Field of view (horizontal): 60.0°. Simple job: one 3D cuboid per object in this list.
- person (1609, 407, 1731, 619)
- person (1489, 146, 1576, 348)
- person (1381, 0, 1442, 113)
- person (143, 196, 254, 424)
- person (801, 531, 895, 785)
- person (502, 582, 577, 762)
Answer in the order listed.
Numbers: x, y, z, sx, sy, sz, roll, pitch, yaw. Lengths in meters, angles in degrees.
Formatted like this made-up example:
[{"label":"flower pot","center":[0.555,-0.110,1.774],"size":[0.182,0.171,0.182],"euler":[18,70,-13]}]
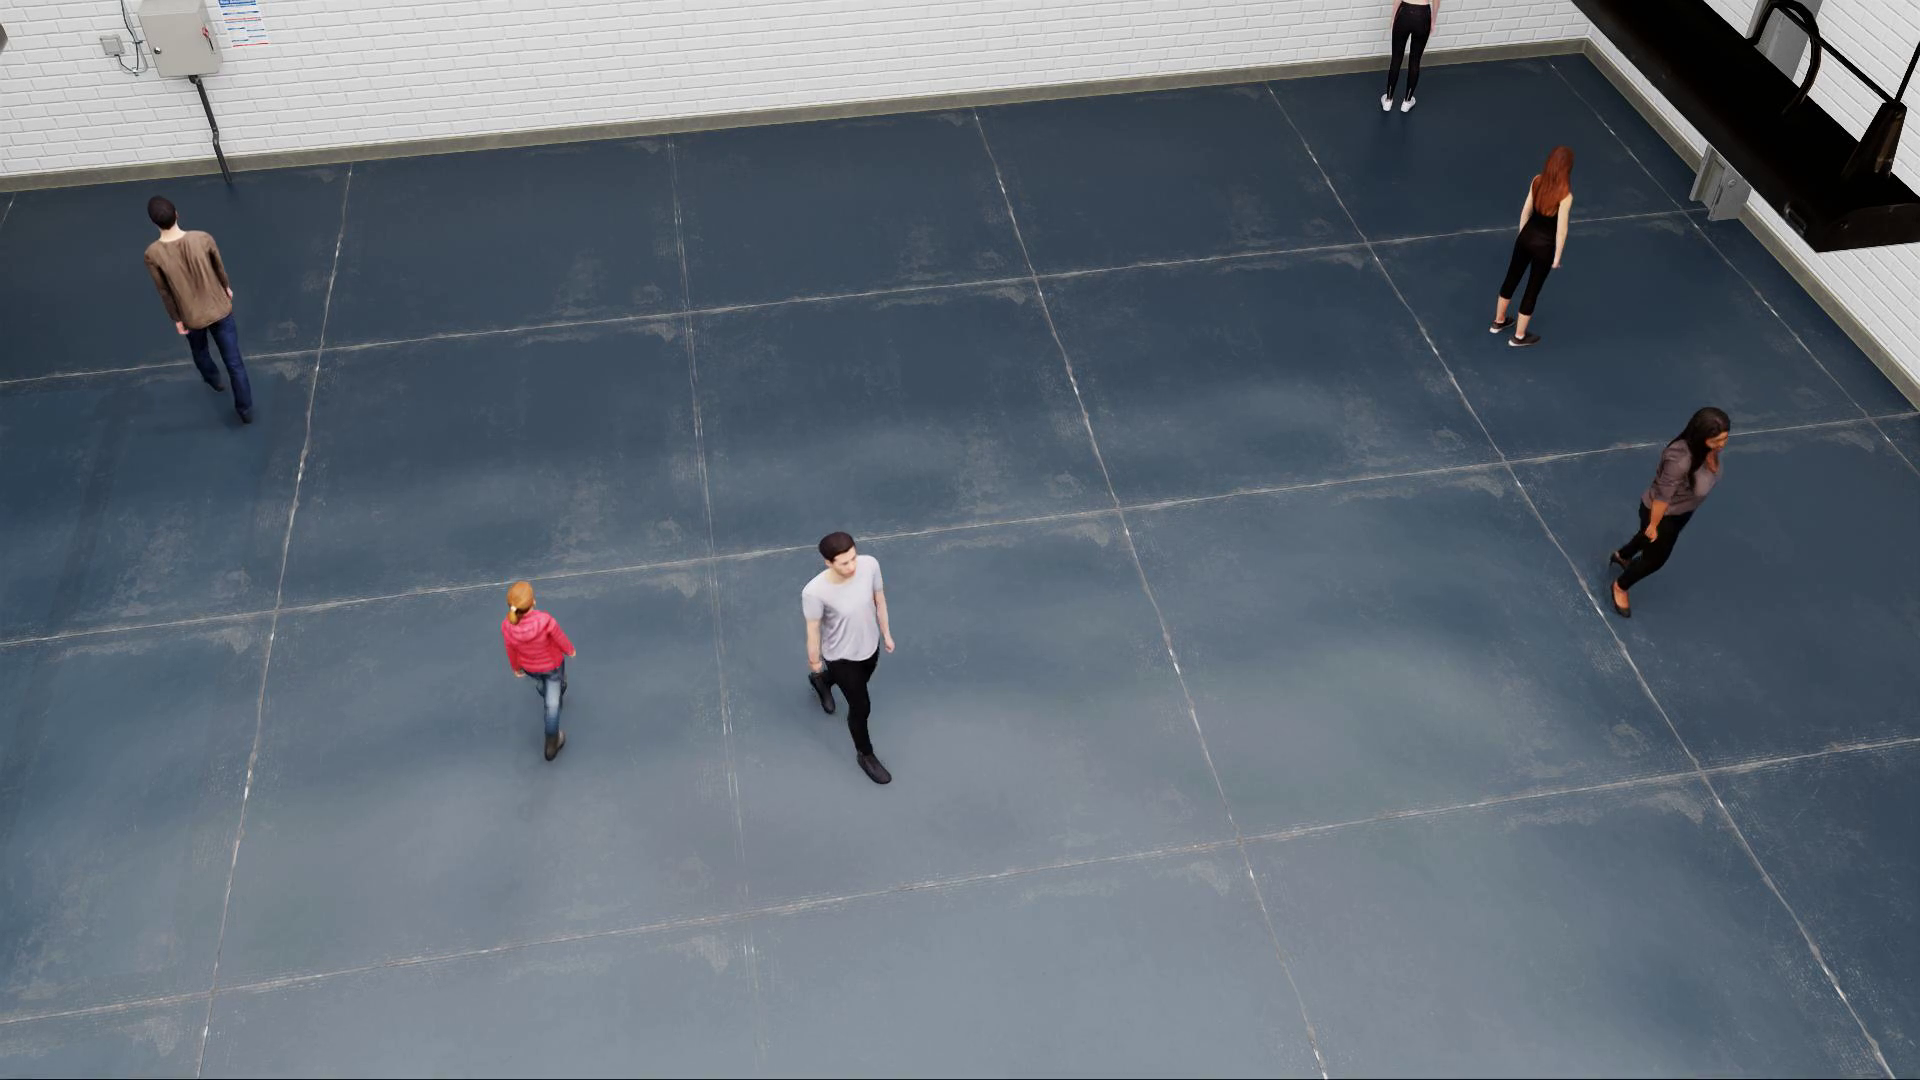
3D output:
[{"label":"person","center":[4.563,-0.204,10.844],"size":[0.975,1.801,0.936],"euler":[26,49,25]},{"label":"person","center":[4.544,-2.331,13.132],"size":[0.700,1.725,0.560],"euler":[-22,48,-21]},{"label":"person","center":[4.308,-4.914,15.831],"size":[0.662,1.742,0.658],"euler":[10,45,10]},{"label":"person","center":[-5.586,-1.657,12.328],"size":[0.856,1.858,1.086],"euler":[-20,47,-19]},{"label":"person","center":[-0.698,0.591,9.985],"size":[1.038,1.835,1.241],"euler":[-31,52,-28]},{"label":"person","center":[-2.560,0.809,10.150],"size":[0.687,1.290,0.915],"euler":[6,44,6]}]
